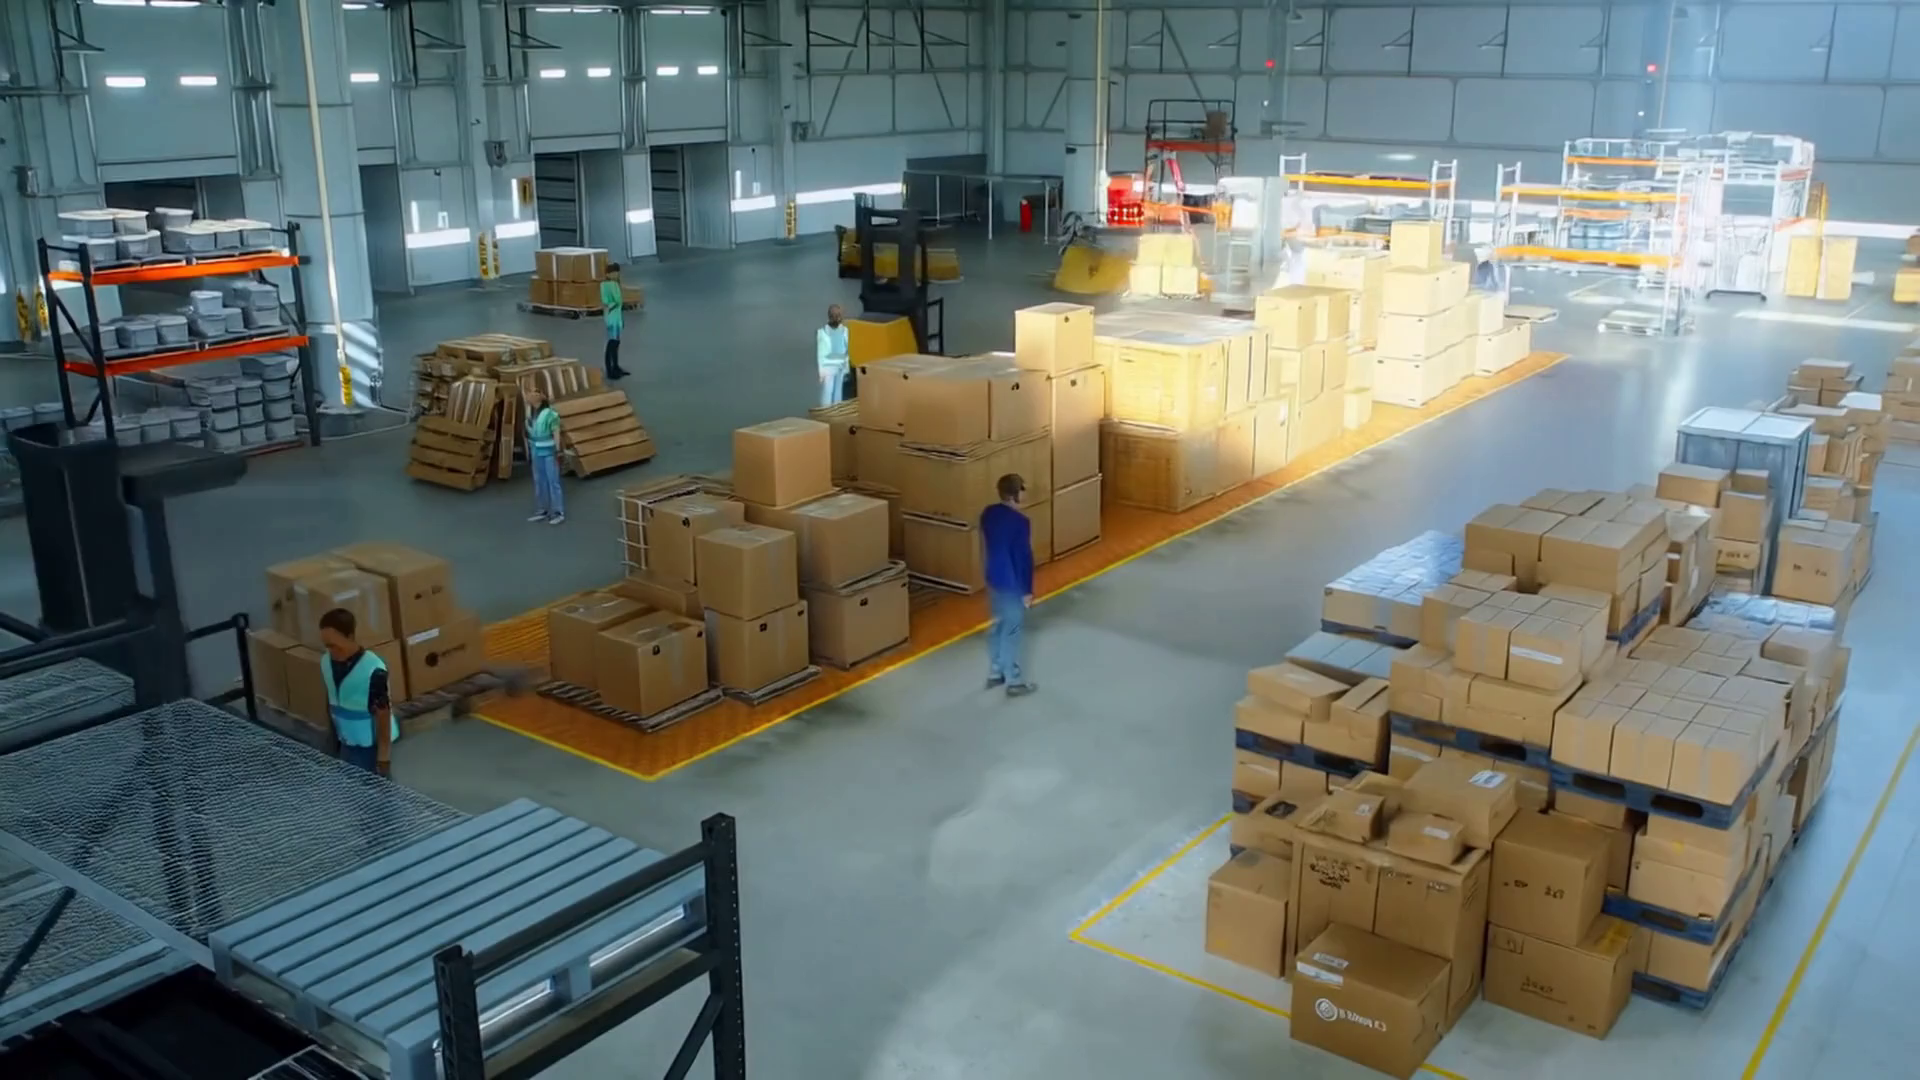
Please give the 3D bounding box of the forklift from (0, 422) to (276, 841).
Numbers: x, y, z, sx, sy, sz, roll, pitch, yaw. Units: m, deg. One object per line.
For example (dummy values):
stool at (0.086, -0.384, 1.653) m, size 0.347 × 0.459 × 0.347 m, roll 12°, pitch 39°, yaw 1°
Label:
forklift at (-6.180, 0.597, 11.798) m, size 1.129 × 2.768 × 1.873 m, roll 12°, pitch 21°, yaw 35°

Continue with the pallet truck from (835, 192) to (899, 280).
pallet truck at (-1.936, -7.159, 38.982) m, size 1.885 × 1.965 × 0.823 m, roll -12°, pitch 21°, yaw -34°

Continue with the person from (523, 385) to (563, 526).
person at (-4.800, -0.980, 19.132) m, size 0.522 × 1.638 × 0.309 m, roll 9°, pitch 19°, yaw 29°

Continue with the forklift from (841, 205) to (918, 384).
forklift at (-1.186, -4.019, 27.081) m, size 1.129 × 2.768 × 1.873 m, roll 10°, pitch 20°, yaw 31°

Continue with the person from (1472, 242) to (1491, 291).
person at (9.525, -4.470, 30.259) m, size 0.959 × 1.901 × 0.546 m, roll 6°, pitch 18°, yaw 19°

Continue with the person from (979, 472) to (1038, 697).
person at (0.406, 0.371, 14.151) m, size 0.377 × 1.940 × 0.628 m, roll -11°, pitch 20°, yaw -33°

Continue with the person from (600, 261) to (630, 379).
person at (-5.677, -3.629, 27.400) m, size 0.373 × 1.933 × 0.551 m, roll 5°, pitch 17°, yaw 15°

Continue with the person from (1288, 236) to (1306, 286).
person at (6.197, -4.630, 30.714) m, size 0.378 × 1.937 × 0.628 m, roll 3°, pitch 17°, yaw 9°

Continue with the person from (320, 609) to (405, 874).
person at (-3.942, 1.345, 10.987) m, size 0.595 × 1.908 × 0.392 m, roll 11°, pitch 20°, yaw 33°

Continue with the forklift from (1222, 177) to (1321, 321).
forklift at (6.119, -5.635, 32.435) m, size 1.873 × 2.768 × 1.129 m, roll 3°, pitch 17°, yaw 10°

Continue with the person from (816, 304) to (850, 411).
person at (-1.766, -2.368, 23.335) m, size 0.351 × 1.878 × 0.569 m, roll 15°, pitch 23°, yaw 41°
